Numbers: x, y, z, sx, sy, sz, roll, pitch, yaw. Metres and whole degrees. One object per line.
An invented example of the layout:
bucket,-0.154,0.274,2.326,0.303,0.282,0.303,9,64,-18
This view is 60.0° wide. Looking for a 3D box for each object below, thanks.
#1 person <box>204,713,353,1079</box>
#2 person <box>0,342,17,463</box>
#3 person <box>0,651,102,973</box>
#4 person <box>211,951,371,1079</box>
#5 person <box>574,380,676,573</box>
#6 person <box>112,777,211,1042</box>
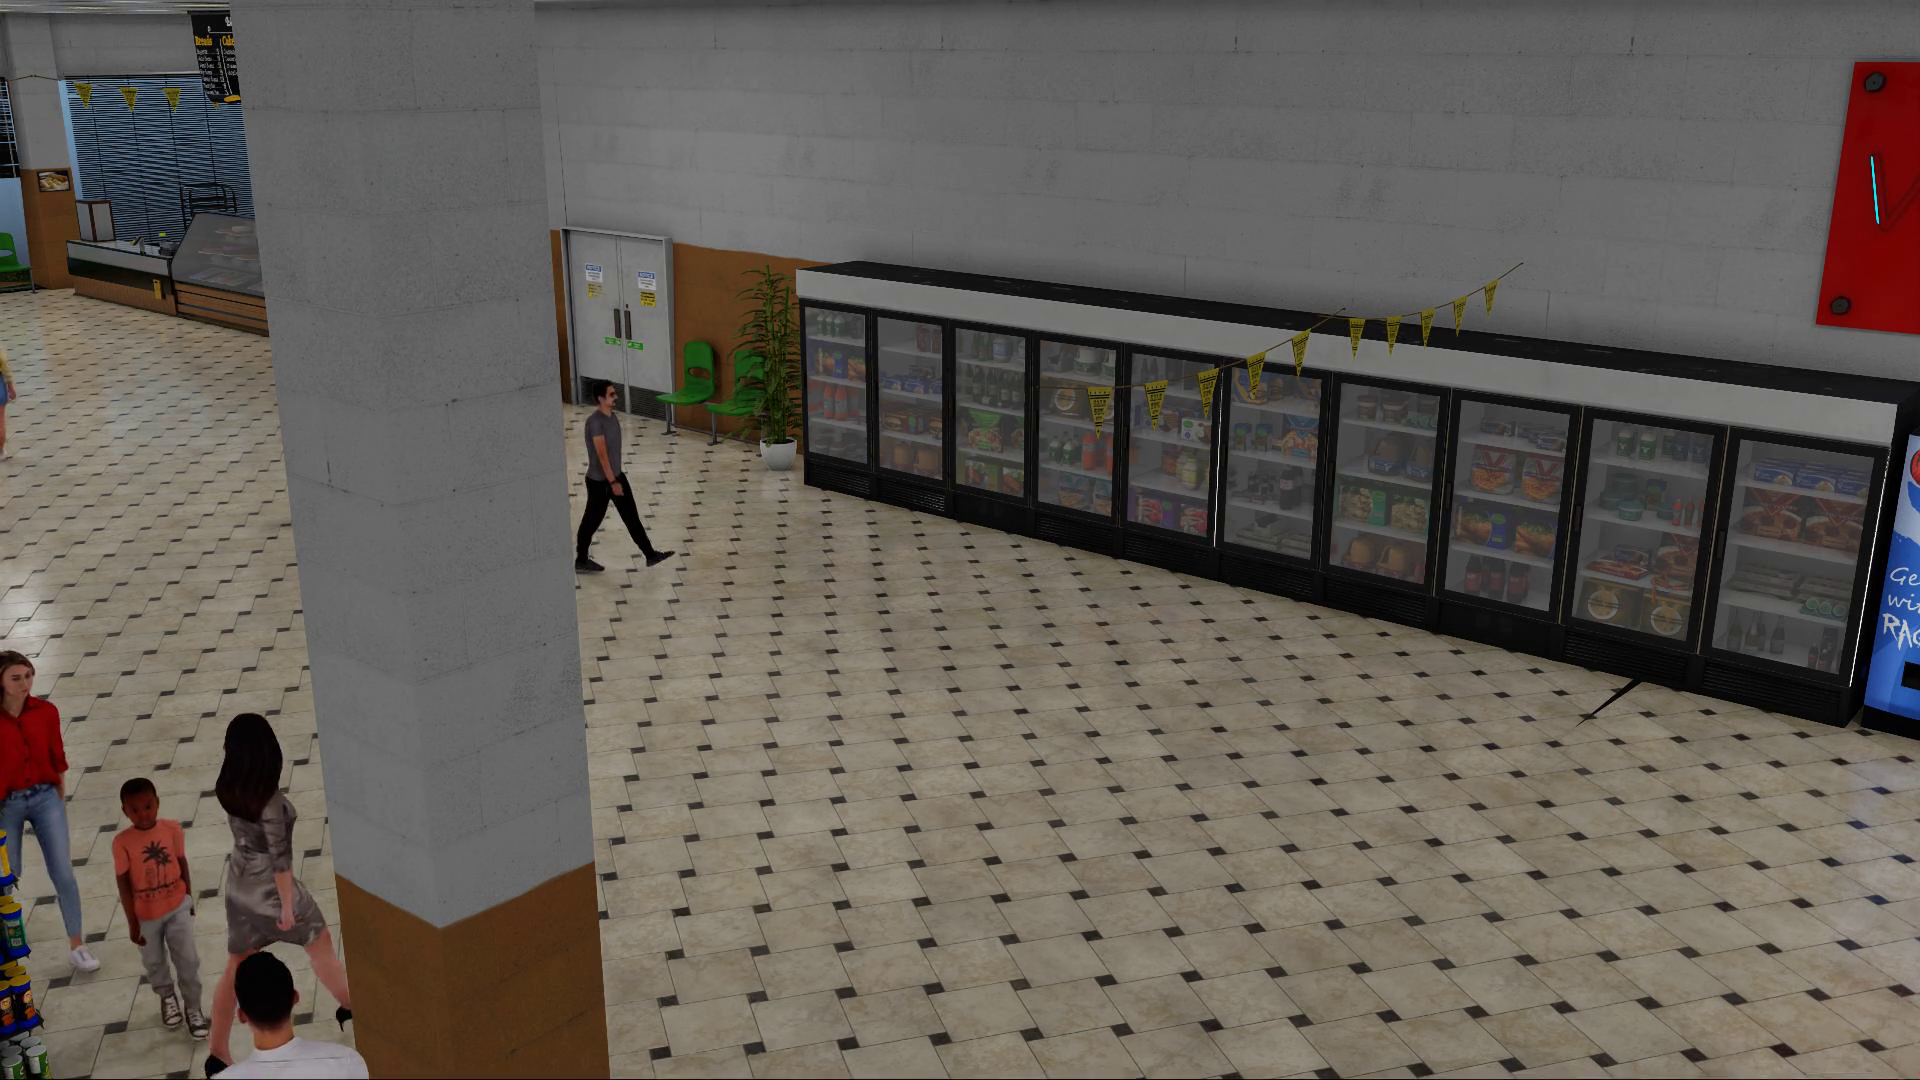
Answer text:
person,-3.207,1.660,7.486,0.767,1.689,1.143,10,19,29
person,-10.832,-1.659,18.537,0.750,1.621,0.830,-5,18,-16
person,-4.795,1.371,8.457,0.701,1.679,1.004,14,22,39
person,-2.098,2.236,5.328,0.821,1.842,0.885,-8,19,-24
person,-3.198,-0.525,14.644,1.011,1.713,1.148,4,17,13
person,-3.860,1.721,7.960,0.674,1.297,0.648,-10,19,-29
